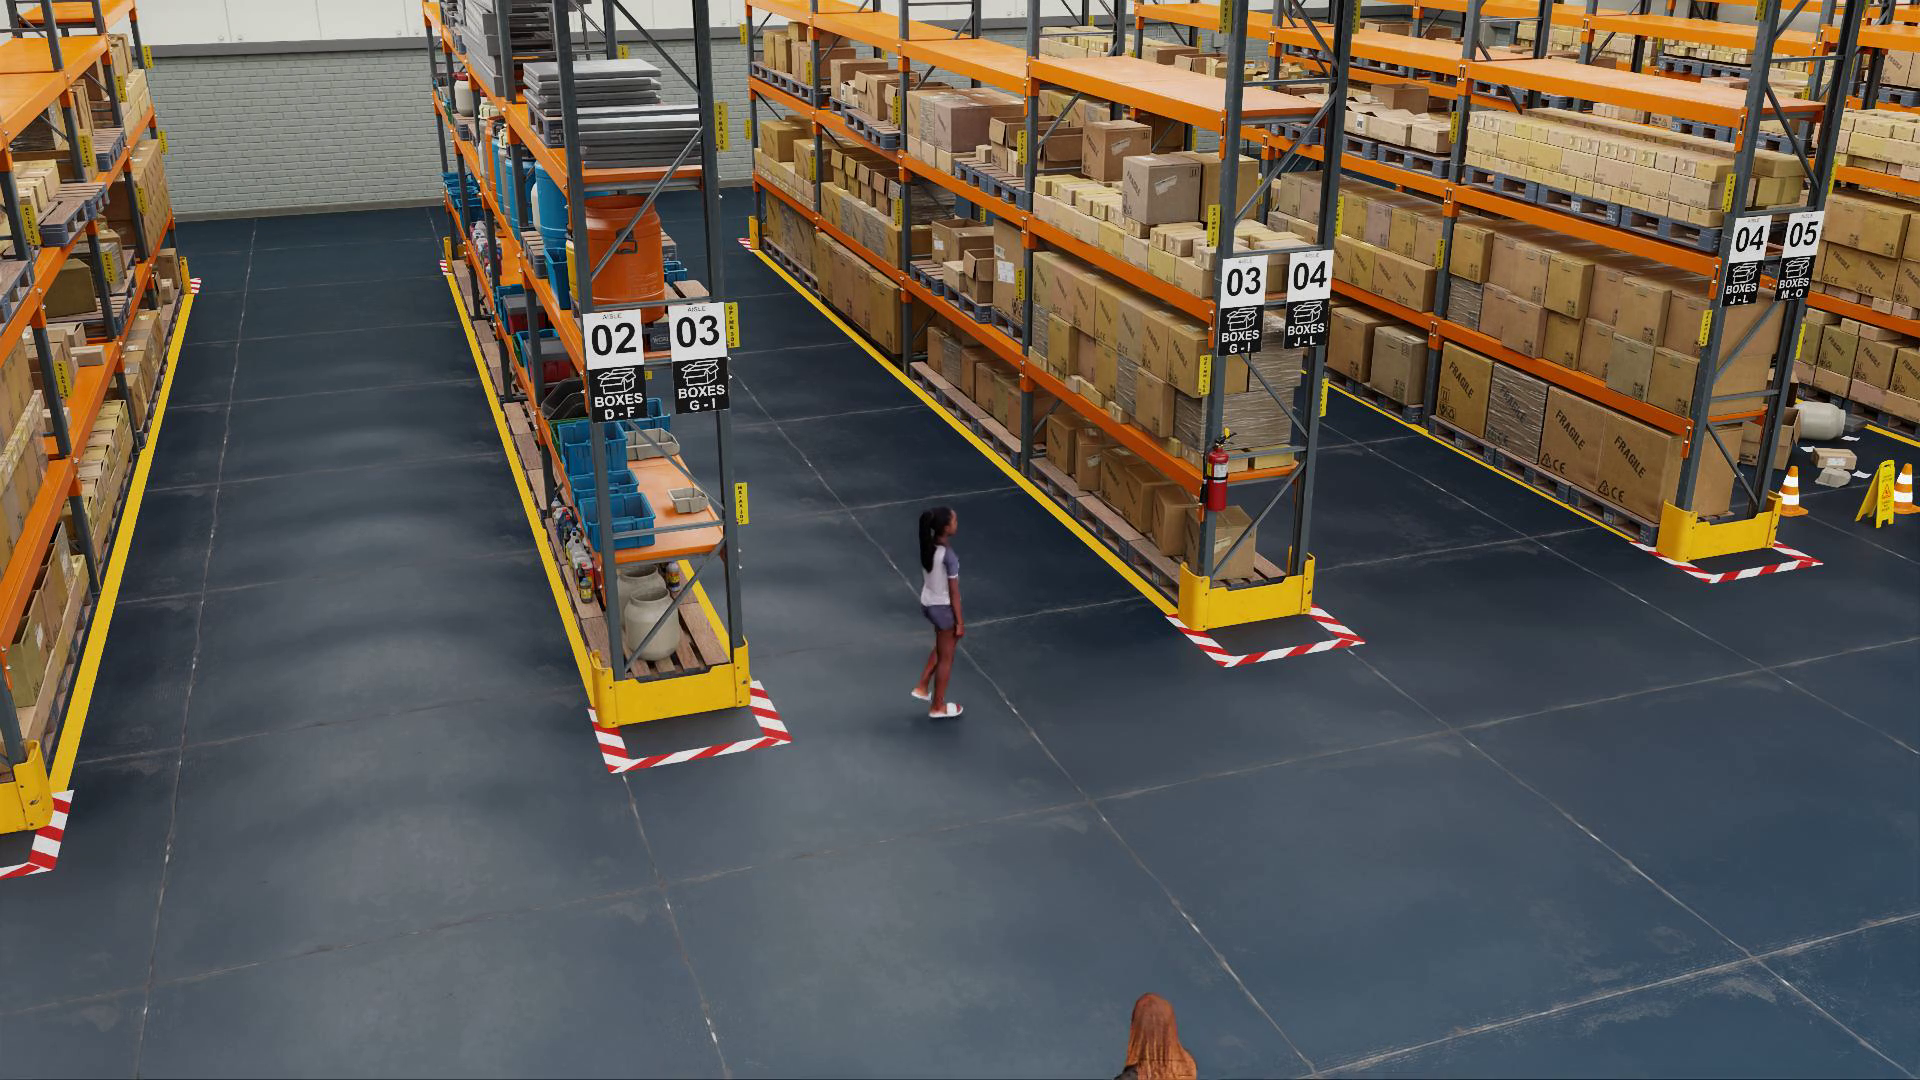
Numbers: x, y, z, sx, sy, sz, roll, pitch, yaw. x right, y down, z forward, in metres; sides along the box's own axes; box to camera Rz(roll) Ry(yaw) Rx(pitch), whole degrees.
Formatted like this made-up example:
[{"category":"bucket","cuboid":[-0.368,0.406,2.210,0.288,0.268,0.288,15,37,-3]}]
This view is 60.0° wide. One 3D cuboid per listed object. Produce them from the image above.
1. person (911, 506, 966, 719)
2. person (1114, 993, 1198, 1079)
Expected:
[{"category":"person","cuboid":[-0.221,0.561,12.418,0.713,1.710,0.617,-11,25,-25]},{"category":"person","cuboid":[0.857,2.741,7.141,0.821,1.669,1.129,-16,27,-34]}]
